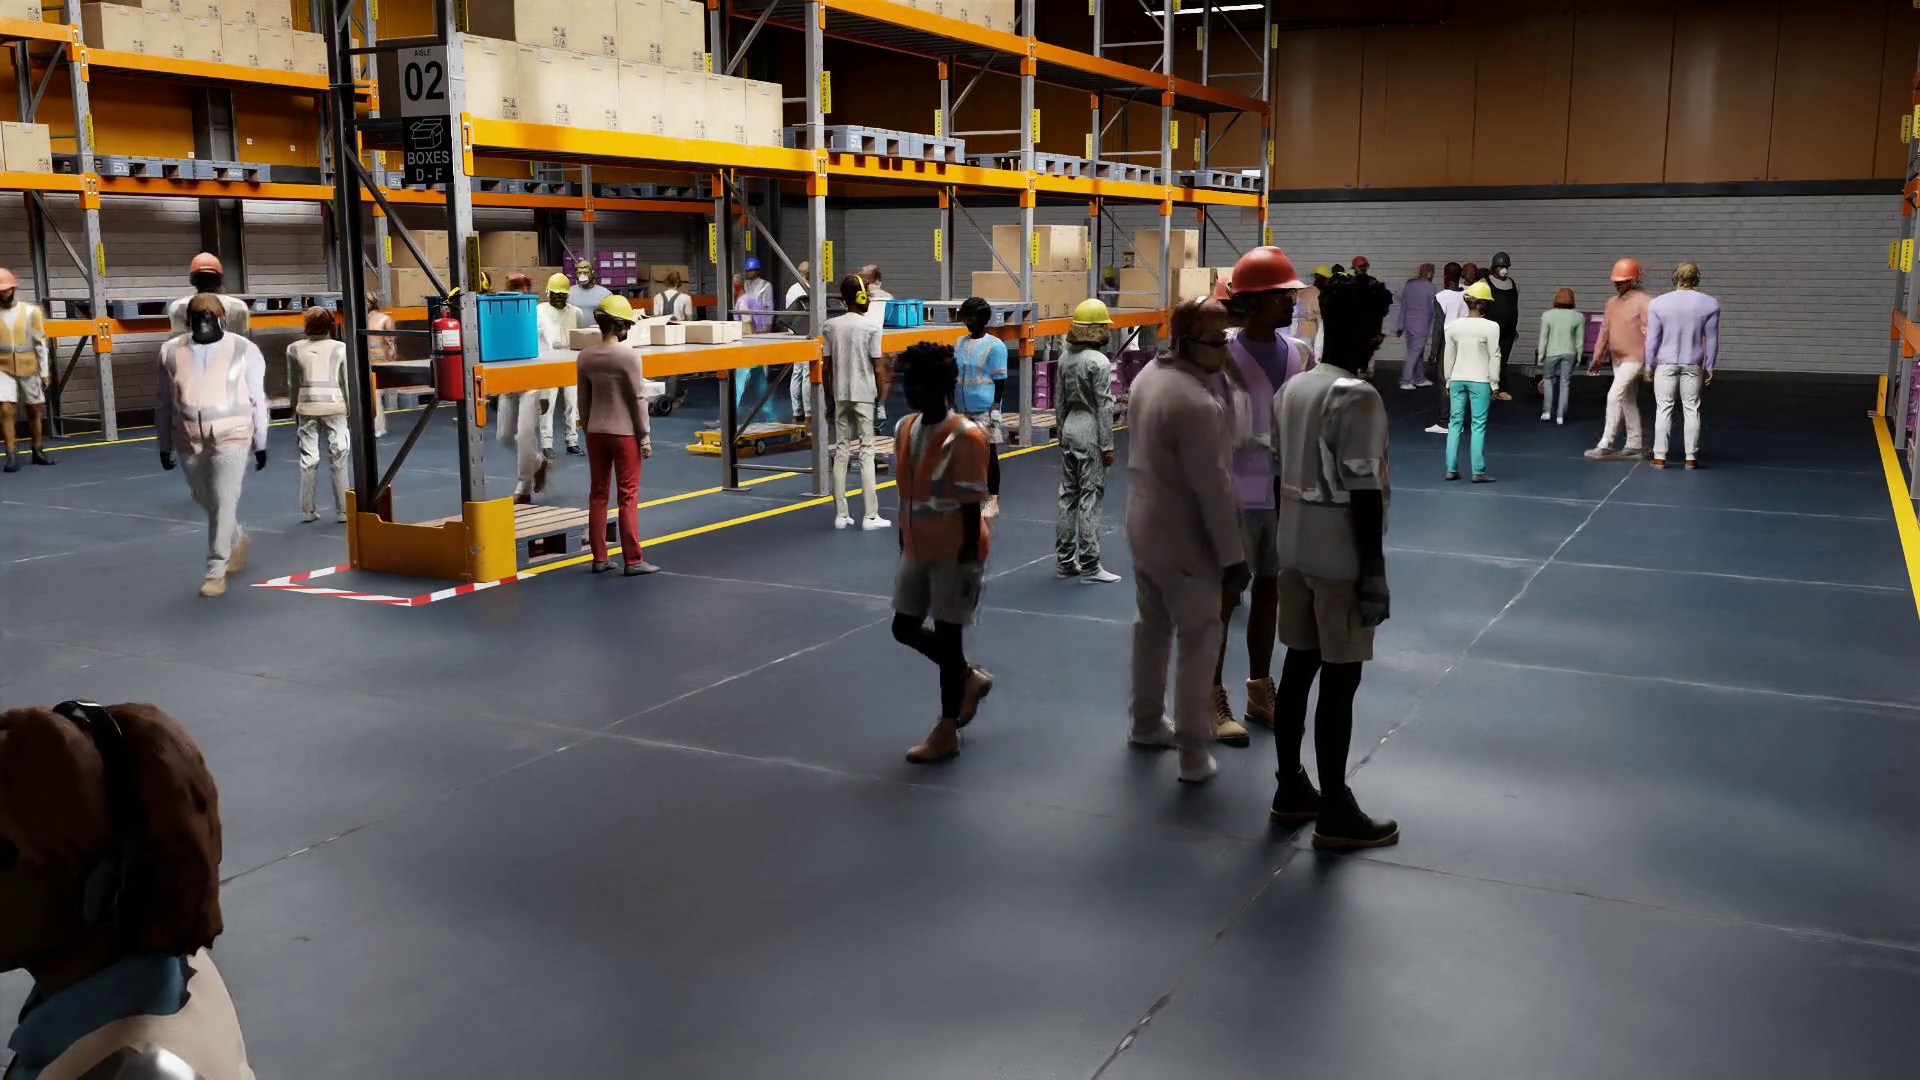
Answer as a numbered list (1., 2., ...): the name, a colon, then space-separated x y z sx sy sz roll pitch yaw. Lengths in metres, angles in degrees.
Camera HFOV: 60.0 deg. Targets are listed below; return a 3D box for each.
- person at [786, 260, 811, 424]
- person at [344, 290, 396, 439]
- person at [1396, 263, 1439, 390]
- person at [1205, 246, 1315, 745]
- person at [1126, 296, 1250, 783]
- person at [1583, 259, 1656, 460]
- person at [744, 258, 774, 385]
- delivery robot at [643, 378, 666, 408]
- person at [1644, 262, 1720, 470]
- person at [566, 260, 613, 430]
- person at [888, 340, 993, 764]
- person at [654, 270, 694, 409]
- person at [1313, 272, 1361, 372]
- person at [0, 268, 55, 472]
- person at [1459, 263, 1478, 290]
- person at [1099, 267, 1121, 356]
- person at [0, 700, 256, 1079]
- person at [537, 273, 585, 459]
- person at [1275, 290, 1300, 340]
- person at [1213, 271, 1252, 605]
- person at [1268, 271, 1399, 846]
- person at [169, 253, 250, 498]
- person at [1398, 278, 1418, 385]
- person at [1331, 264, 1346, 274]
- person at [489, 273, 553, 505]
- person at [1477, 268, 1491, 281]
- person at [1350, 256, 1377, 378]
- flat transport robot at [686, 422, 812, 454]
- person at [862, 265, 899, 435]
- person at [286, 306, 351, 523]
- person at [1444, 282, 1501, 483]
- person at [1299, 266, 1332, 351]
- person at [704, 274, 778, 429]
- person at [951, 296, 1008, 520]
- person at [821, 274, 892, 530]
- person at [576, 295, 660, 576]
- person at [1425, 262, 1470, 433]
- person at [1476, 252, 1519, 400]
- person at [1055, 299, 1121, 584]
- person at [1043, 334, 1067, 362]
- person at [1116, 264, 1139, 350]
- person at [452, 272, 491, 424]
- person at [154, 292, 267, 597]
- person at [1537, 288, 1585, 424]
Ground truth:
1. person: -1.824 -2.341 19.740 0.372 1.934 0.627 -7 12 -35
2. person: -6.446 -1.890 18.054 0.517 1.611 0.728 2 10 14
3. person: 6.888 -3.160 24.694 0.888 1.862 0.639 -5 11 -25
4. person: 1.233 -0.181 6.907 0.612 2.047 0.361 -6 11 -30
5. person: 0.857 -0.009 6.456 0.403 1.865 0.680 -3 10 -16
6. person: 6.366 -1.742 16.181 0.843 1.953 0.696 -2 10 -12
7. person: -3.117 -3.313 25.319 0.605 1.949 0.402 4 11 22
8. delivery robot: -3.985 -1.833 20.502 0.477 0.478 0.707 9 13 40
9. person: 6.735 -1.622 15.559 0.635 1.937 0.352 3 10 17
10. person: -4.262 -2.225 19.053 0.627 1.940 0.372 0 10 -3
11. person: -0.039 0.042 6.646 0.442 1.681 0.544 -8 13 -40
12. person: -3.709 -2.627 21.793 0.537 1.788 0.987 2 10 14
13. person: 4.075 -2.022 18.240 0.624 1.805 0.735 -6 12 -32
14. person: -8.830 -1.584 15.562 0.550 1.887 0.716 -5 11 -27
15. person: 7.075 -2.925 23.265 0.572 1.883 0.358 -1 10 -7
16. person: 2.653 -3.943 29.494 0.606 1.766 0.858 -3 10 -17
17. person: -0.762 0.943 1.562 0.306 1.645 0.522 -5 11 -25
18. person: -3.958 -1.719 16.457 0.589 1.822 0.403 -7 12 -37
19. person: 3.824 -2.332 19.710 0.384 1.927 0.544 0 10 -3
20. person: 1.541 -0.556 9.434 0.566 1.922 0.472 -4 11 -21
21. person: 1.292 0.065 5.735 0.383 1.959 0.600 -3 10 -18
22. person: -6.118 -1.325 13.607 0.603 2.014 0.704 -5 11 -28
23. person: 6.943 -3.197 25.558 0.277 1.633 0.507 1 10 5
24. person: 5.220 -2.902 23.171 0.514 1.872 0.328 0 10 1
25. person: -3.501 -1.206 13.360 0.591 1.864 0.694 4 11 21
26. person: 7.543 -3.046 24.217 0.643 1.786 0.889 7 12 34
27. person: 6.500 -3.604 26.950 0.640 1.966 0.467 -7 12 -34
28. flat transport robot: -2.102 -1.053 17.092 0.652 0.197 1.431 6 11 31
29. person: -0.961 -2.079 18.327 0.672 1.892 0.454 6 11 30
30. person: -4.781 -0.937 12.498 0.512 1.631 0.309 0 10 0
31. person: 4.530 -1.386 14.698 0.327 1.765 0.528 -9 13 -42
32. person: 4.804 -2.801 22.663 1.006 1.838 0.665 -2 10 -12
33. person: -2.467 -2.086 18.695 0.918 1.778 0.642 1 10 3
34. person: 0.127 -1.006 12.693 0.533 1.697 0.318 9 13 42
35. person: -0.771 -1.001 12.185 0.517 1.865 0.334 5 11 24
36. person: -2.157 -0.650 10.459 0.523 1.760 0.327 5 11 27
37. person: 5.533 -2.156 18.716 0.594 1.917 0.387 -6 11 -29
38. person: 7.385 -2.922 22.792 0.675 2.000 0.536 -3 10 -14
39. person: 0.791 -0.606 10.246 0.306 1.743 0.494 -6 12 -32
40. person: 1.502 -3.408 25.958 0.585 1.918 0.381 4 11 23
41. person: 2.650 -3.387 26.066 0.429 1.842 0.629 -1 10 -4
42. person: -5.558 -2.268 19.692 0.525 1.811 1.015 7 12 36
43. person: -4.536 -0.613 10.142 0.630 1.805 0.931 -1 10 -5
44. person: 7.153 -2.197 19.843 0.524 1.606 0.660 2 10 13
